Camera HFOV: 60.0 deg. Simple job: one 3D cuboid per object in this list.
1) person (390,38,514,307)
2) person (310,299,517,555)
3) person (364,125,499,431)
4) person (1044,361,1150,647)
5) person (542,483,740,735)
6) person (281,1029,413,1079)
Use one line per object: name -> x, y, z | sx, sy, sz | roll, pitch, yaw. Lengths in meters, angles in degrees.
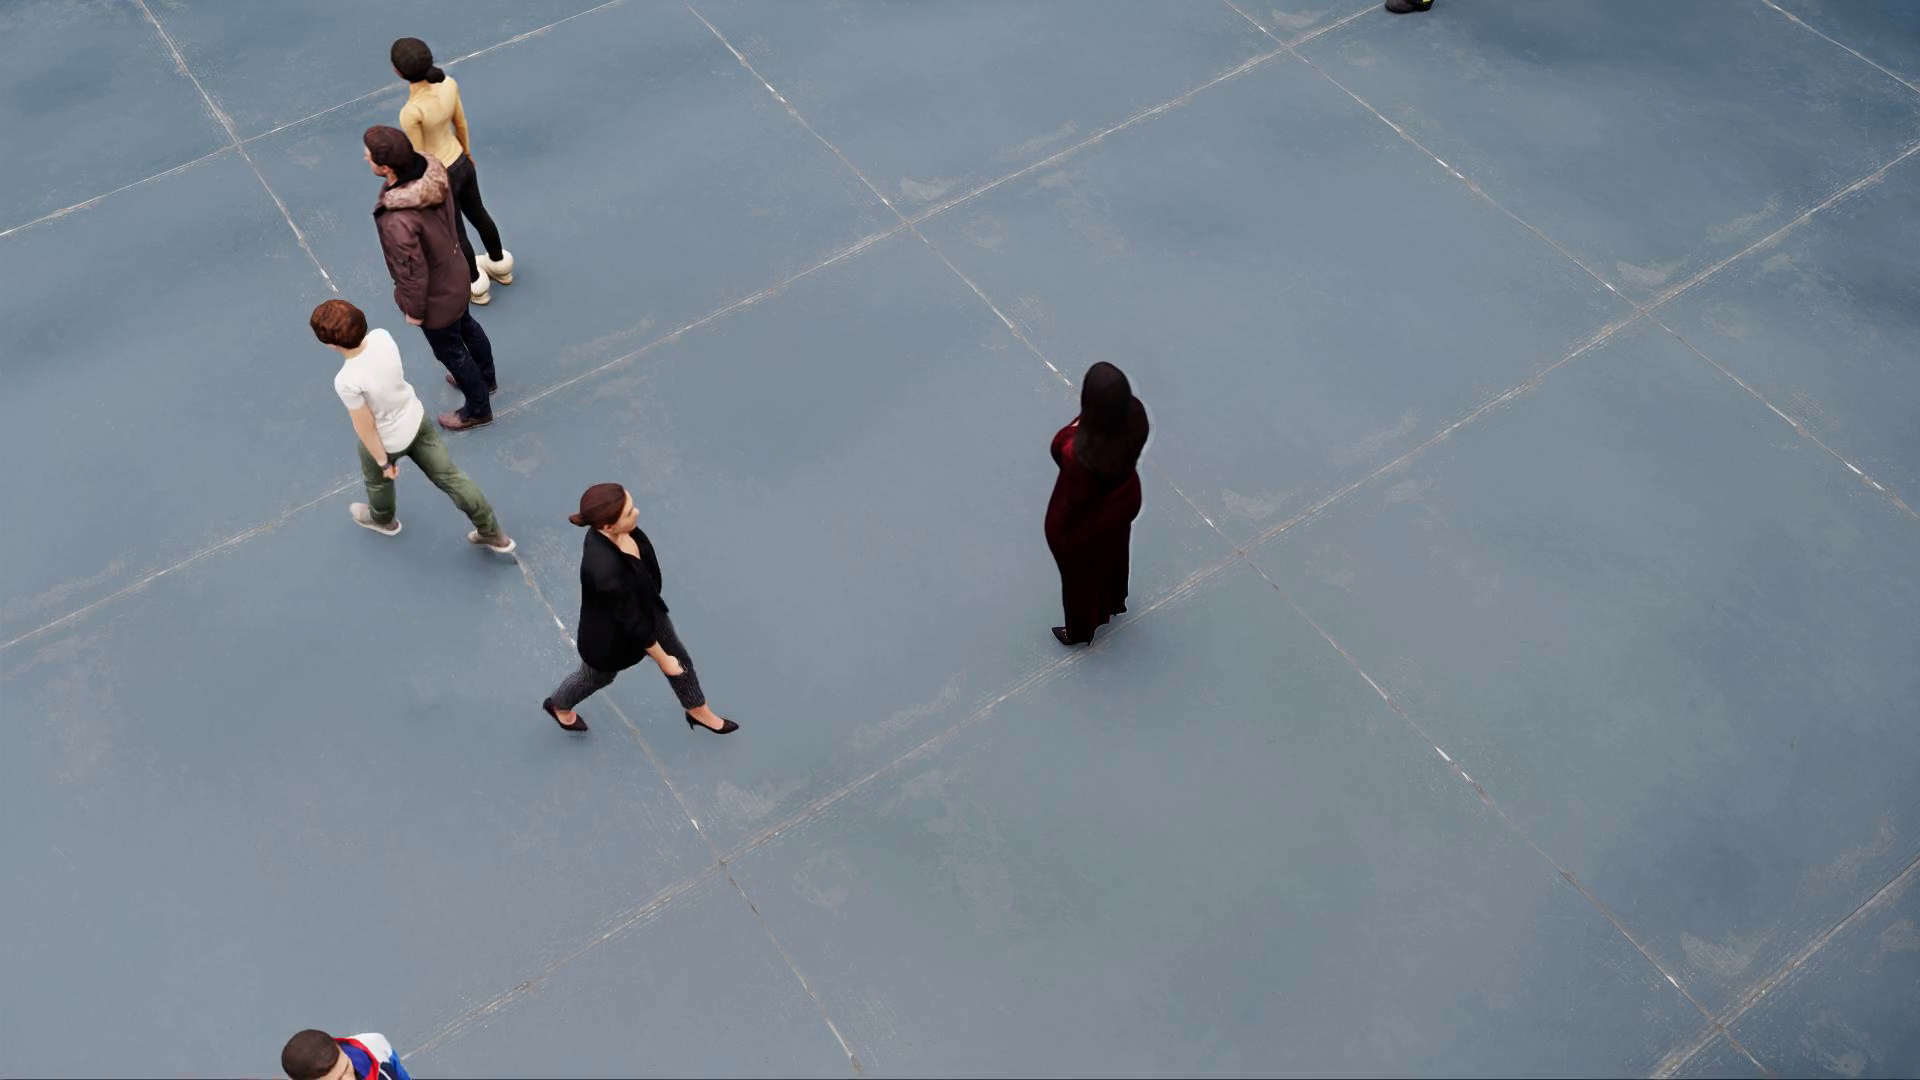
person -> -2.731, -1.961, 8.881 | 0.683, 1.659, 0.662 | 21, 55, 15
person -> -2.547, -0.477, 7.761 | 1.200, 1.613, 0.963 | 20, 55, 15
person -> -2.606, -1.293, 8.245 | 0.939, 1.848, 0.839 | -1, 52, -1
person -> 0.611, -0.139, 7.409 | 0.706, 1.756, 0.731 | 34, 59, 23
person -> -1.522, 0.383, 7.061 | 1.140, 1.667, 1.144 | 4, 52, 3
person -> -2.056, 2.078, 5.705 | 1.129, 1.735, 0.908 | 24, 56, 17
